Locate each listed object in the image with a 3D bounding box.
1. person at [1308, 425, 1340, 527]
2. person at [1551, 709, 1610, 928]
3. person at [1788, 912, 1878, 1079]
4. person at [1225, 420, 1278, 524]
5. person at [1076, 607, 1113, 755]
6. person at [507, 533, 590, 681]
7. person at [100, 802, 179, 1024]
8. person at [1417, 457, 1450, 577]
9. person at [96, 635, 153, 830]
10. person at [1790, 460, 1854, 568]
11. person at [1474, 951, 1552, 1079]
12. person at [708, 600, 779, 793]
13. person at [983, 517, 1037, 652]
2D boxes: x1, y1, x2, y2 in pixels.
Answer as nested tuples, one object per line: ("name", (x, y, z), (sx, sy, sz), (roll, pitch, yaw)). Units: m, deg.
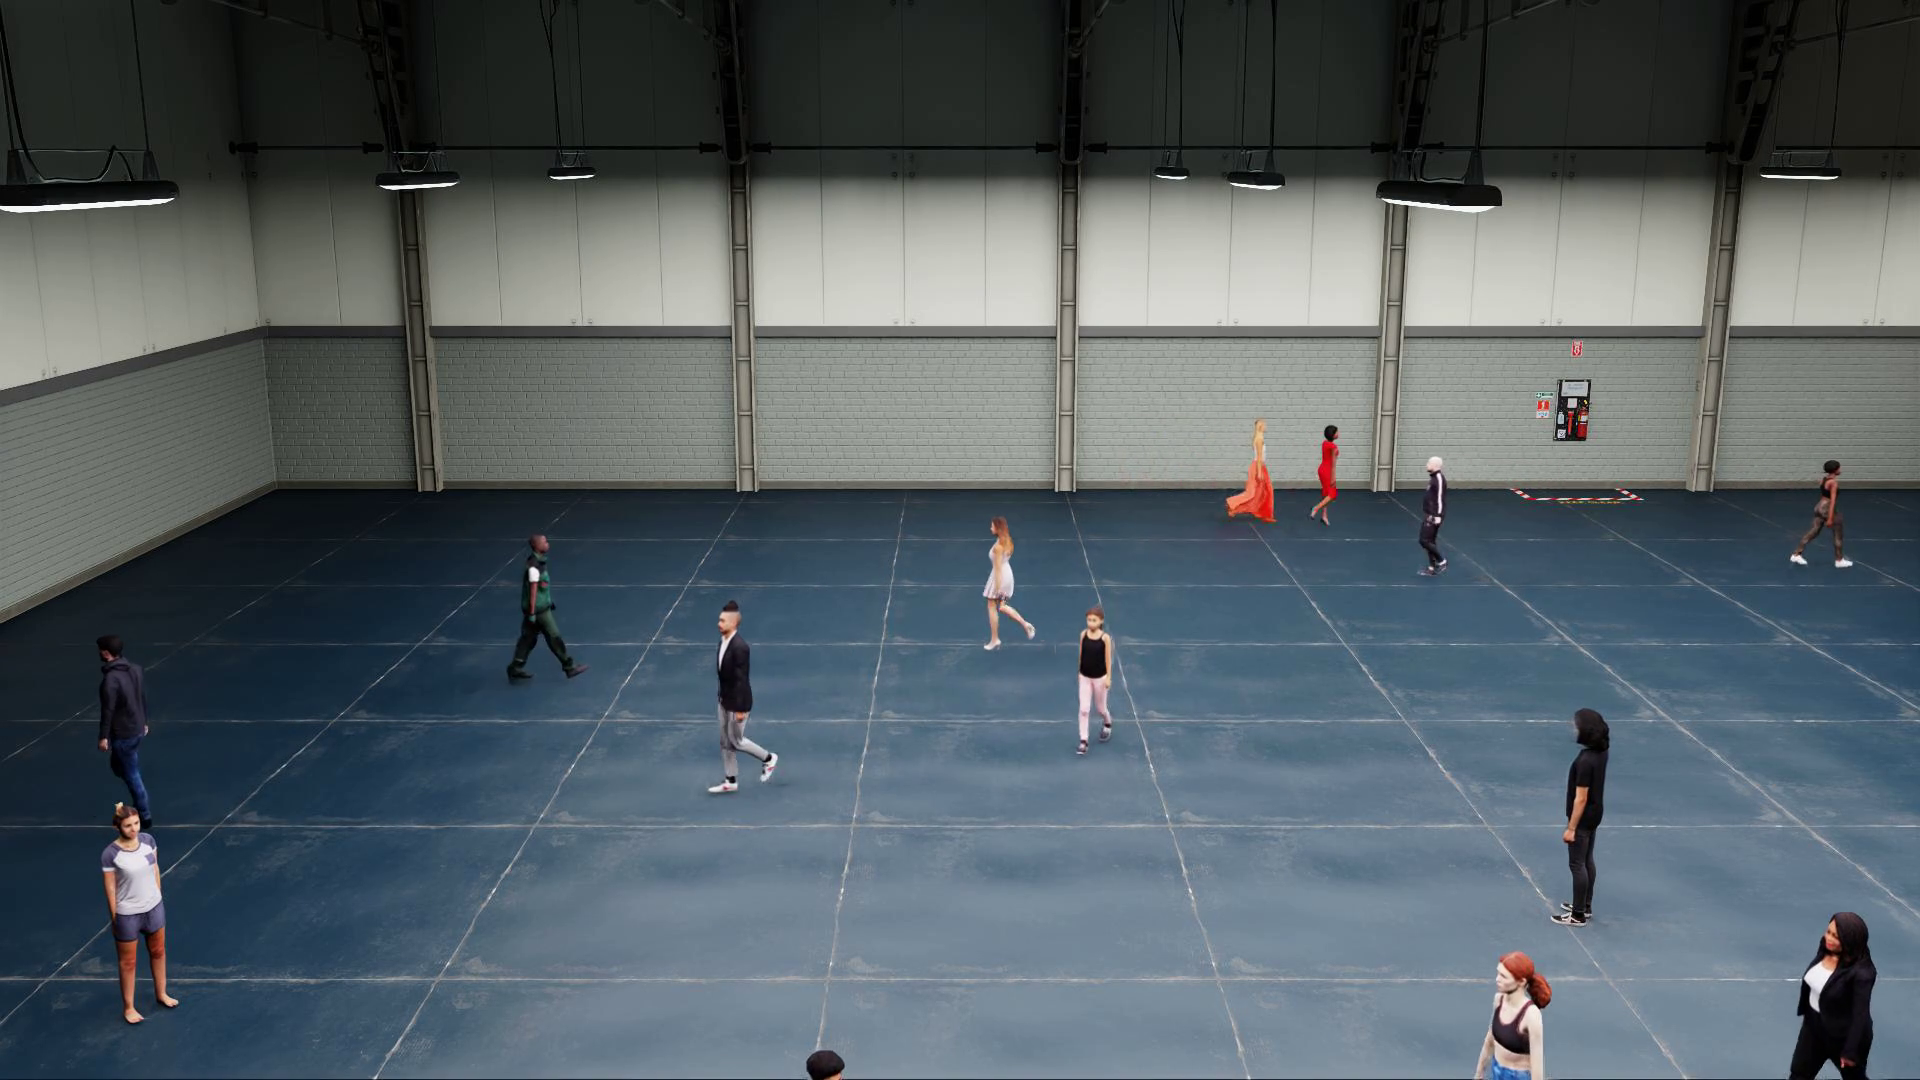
("person", (6.143, -1.074, 28.153), (0.774, 1.732, 0.677), (-3, 13, -15))
("person", (5.103, 2.249, 13.582), (0.735, 1.831, 0.704), (10, 16, 37))
("person", (5.591, 3.101, 10.467), (1.187, 1.577, 0.828), (-3, 13, -13))
("person", (4.990, -1.156, 28.400), (1.167, 1.780, 0.806), (3, 13, 13))
("person", (1.444, 1.460, 17.641), (1.006, 1.537, 0.842), (5, 14, 22))
("person", (-5.109, 0.842, 19.764), (1.269, 1.784, 0.921), (-4, 14, -17))
("person", (-6.002, 2.694, 12.123), (0.657, 1.622, 0.639), (8, 15, 30))
("person", (7.136, -0.326, 24.722), (0.727, 1.822, 0.725), (1, 13, 6))
("person", (-7.666, 1.791, 15.454), (0.633, 1.878, 0.690), (-1, 13, -4))
("person", (13.077, -0.371, 25.282), (1.136, 1.657, 0.582), (0, 13, 0))
("person", (3.261, 3.205, 9.595), (0.865, 1.768, 0.703), (-3, 13, -12))
("person", (-2.141, 1.549, 16.377), (1.096, 1.933, 0.987), (-8, 15, -31))
("person", (0.596, 0.576, 20.987), (0.979, 1.750, 0.758), (4, 14, 18))
